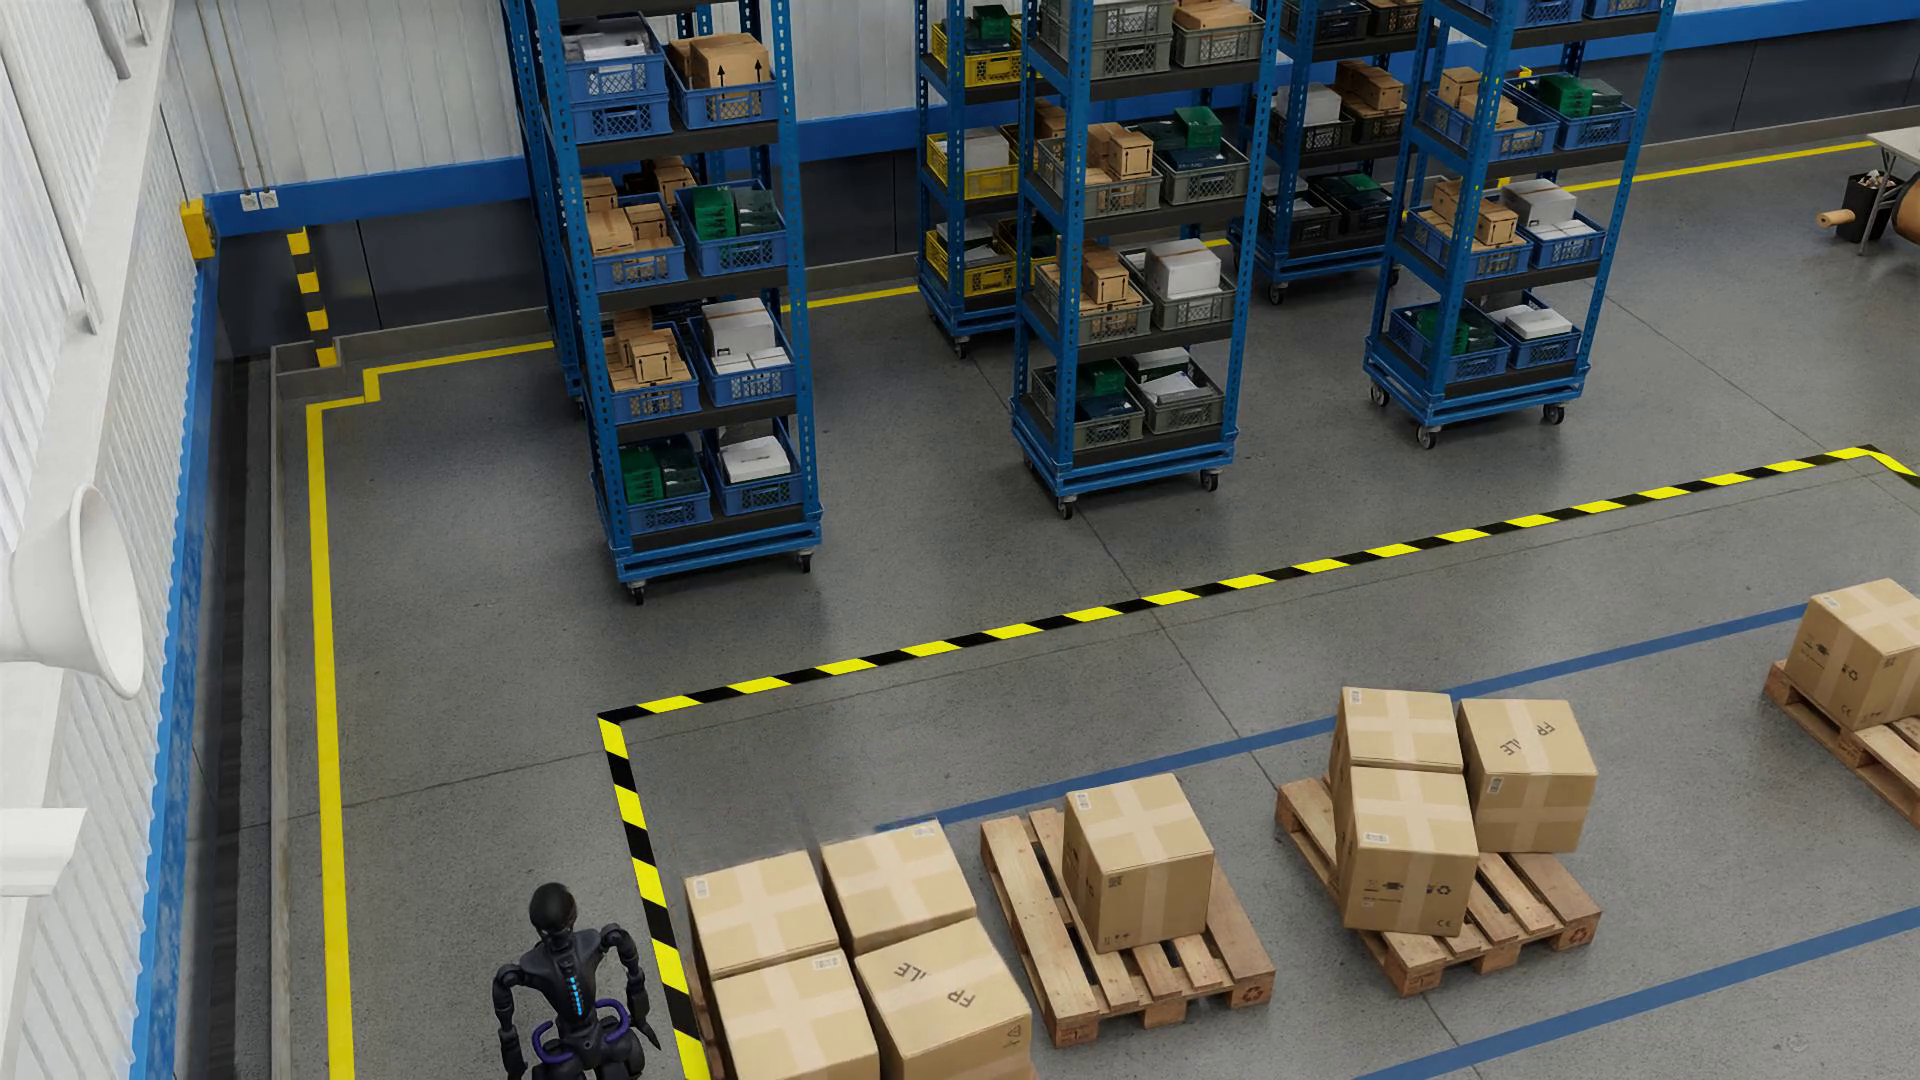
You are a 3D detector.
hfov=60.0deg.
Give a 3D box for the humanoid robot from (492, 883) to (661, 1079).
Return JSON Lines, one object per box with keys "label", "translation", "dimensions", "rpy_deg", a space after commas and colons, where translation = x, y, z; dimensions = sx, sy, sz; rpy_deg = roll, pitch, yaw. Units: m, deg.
{"label": "humanoid robot", "translation": [-1.402, 1.892, 6.141], "dimensions": [0.599, 1.653, 0.315], "rpy_deg": [-18, 39, -23]}
